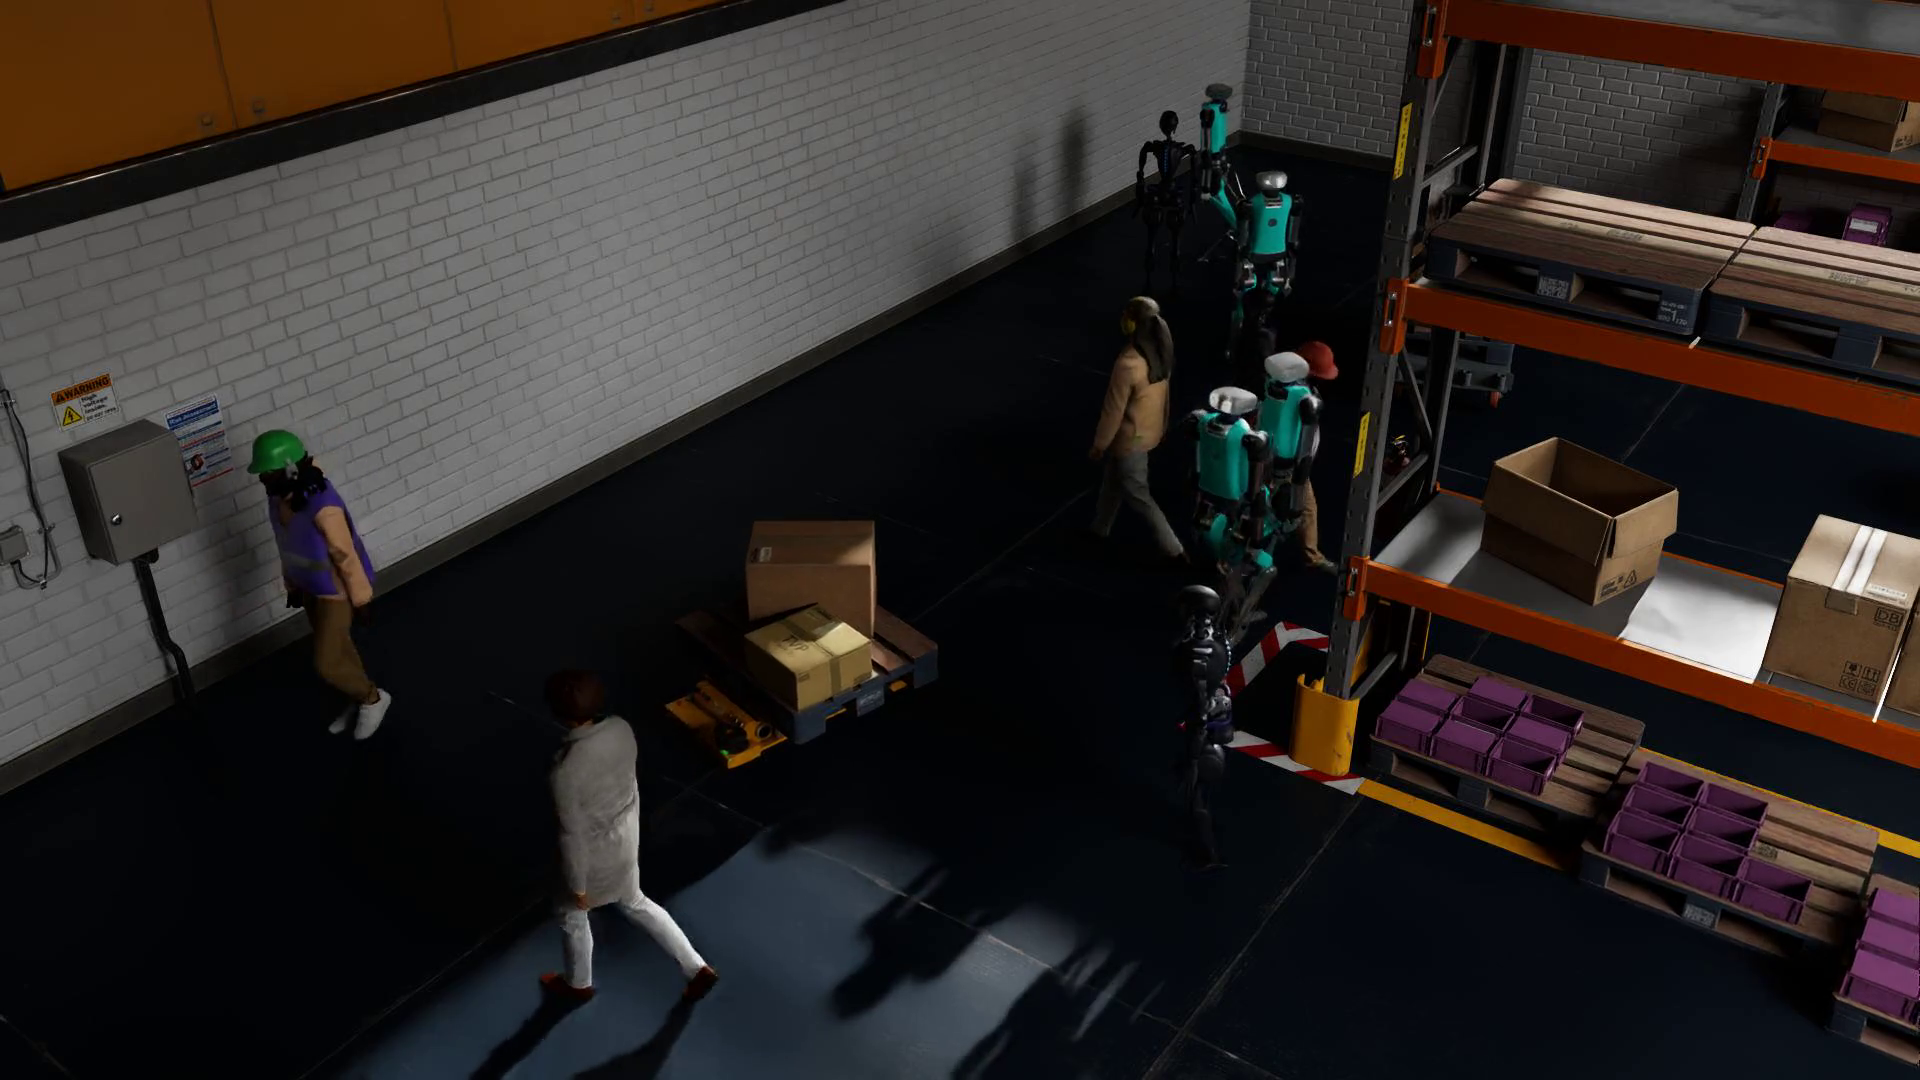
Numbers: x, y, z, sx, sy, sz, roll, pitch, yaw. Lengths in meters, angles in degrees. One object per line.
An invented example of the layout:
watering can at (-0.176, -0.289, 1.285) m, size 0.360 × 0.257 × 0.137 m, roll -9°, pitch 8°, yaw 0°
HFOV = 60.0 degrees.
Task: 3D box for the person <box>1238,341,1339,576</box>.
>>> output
person at (2.074, -0.494, 10.473) m, size 0.846 × 1.693 × 0.574 m, roll -1°, pitch 30°, yaw -1°

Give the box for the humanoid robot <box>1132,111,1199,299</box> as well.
humanoid robot at (1.822, -2.984, 14.790) m, size 0.599 × 1.658 × 0.315 m, roll 9°, pitch 31°, yaw 15°

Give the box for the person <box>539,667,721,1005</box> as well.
person at (-1.513, 1.338, 7.195) m, size 0.842 × 1.798 × 0.520 m, roll 14°, pitch 33°, yaw 23°

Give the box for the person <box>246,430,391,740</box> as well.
person at (-3.421, 0.256, 8.956) m, size 0.567 × 1.906 × 0.494 m, roll 21°, pitch 36°, yaw 32°

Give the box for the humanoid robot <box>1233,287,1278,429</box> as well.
humanoid robot at (1.948, -0.911, 11.244) m, size 0.637 × 1.650 × 0.601 m, roll -1°, pitch 30°, yaw -2°

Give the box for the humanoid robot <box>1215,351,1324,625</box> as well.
humanoid robot at (1.716, -0.195, 9.965) m, size 0.725 × 1.845 × 0.551 m, roll -16°, pitch 34°, yaw -26°

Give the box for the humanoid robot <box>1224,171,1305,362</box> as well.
humanoid robot at (2.359, -2.114, 13.341) m, size 0.542 × 1.889 × 0.805 m, roll -3°, pitch 30°, yaw -6°

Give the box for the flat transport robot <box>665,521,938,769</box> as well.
flat transport robot at (-0.923, 0.827, 9.604) m, size 1.431 × 0.231 × 0.659 m, roll -23°, pitch 37°, yaw -34°

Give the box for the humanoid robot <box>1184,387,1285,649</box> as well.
humanoid robot at (1.661, -0.101, 9.818) m, size 0.538 × 1.859 × 0.716 m, roll 26°, pitch 39°, yaw 37°

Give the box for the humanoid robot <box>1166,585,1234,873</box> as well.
humanoid robot at (1.176, 0.923, 8.042) m, size 0.372 × 1.640 × 0.587 m, roll 2°, pitch 30°, yaw 4°

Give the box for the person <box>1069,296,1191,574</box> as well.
person at (1.140, -0.680, 10.654) m, size 0.921 × 1.840 × 0.555 m, roll 17°, pitch 34°, yaw 27°

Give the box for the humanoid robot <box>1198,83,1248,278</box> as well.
humanoid robot at (2.543, -3.255, 15.268) m, size 0.826 × 1.794 × 0.572 m, roll 12°, pitch 32°, yaw 20°
